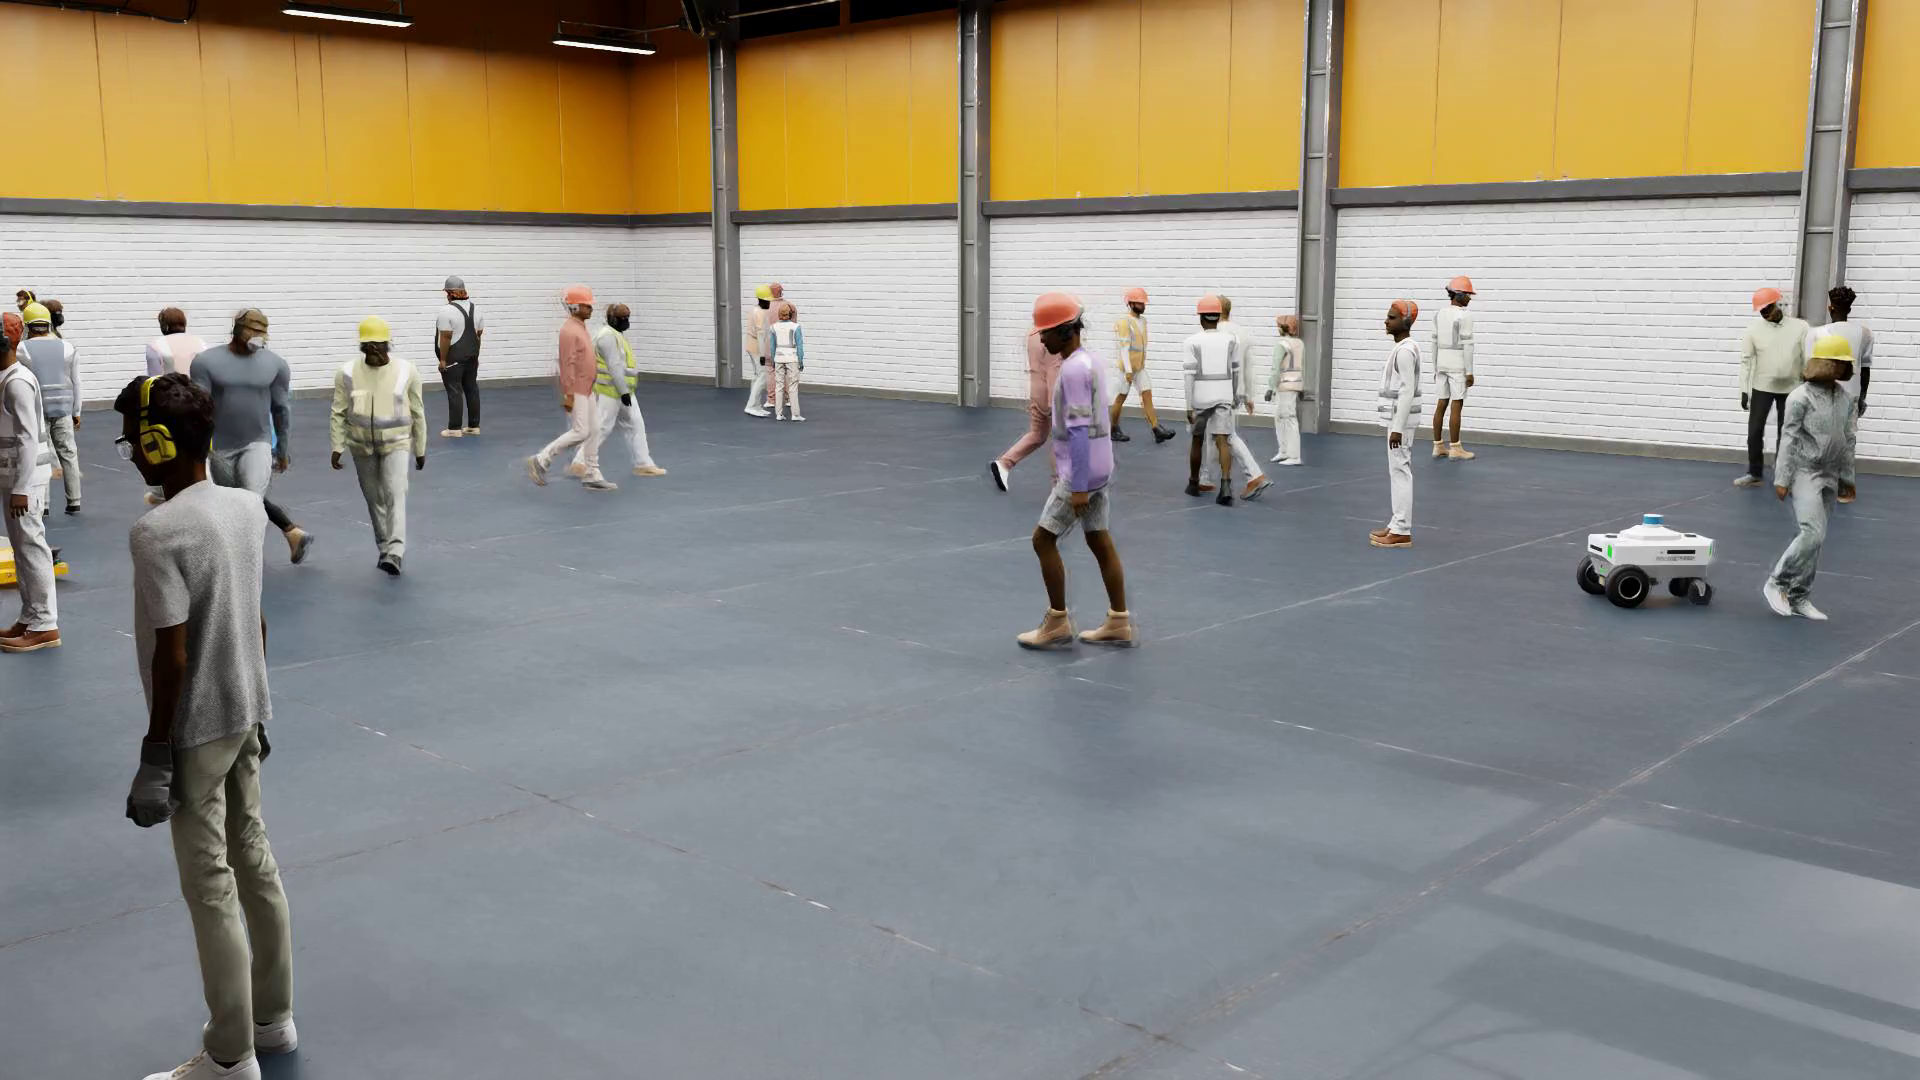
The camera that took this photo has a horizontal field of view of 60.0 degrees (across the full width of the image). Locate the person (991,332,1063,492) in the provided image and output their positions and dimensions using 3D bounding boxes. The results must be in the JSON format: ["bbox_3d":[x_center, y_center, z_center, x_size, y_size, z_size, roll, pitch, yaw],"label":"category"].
[{"bbox_3d":[0.757,-1.345,15.617,0.856,1.867,0.648,-3,10,-16],"label":"person"}]

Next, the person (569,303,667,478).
[{"bbox_3d":[-3.531,-1.513,16.883,0.937,1.796,0.607,1,9,6],"label":"person"}]

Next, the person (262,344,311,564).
[{"bbox_3d":[-4.974,-0.639,11.876,0.778,1.666,0.532,3,10,18],"label":"person"}]

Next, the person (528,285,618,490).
[{"bbox_3d":[-3.688,-1.428,15.792,0.725,1.976,0.623,0,9,1],"label":"person"}]

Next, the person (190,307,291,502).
[{"bbox_3d":[-4.857,-0.638,11.266,0.658,1.870,1.049,-4,10,-21],"label":"person"}]

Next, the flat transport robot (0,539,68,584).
[{"bbox_3d":[-6.863,0.122,11.473,1.431,0.197,0.652,6,11,34],"label":"flat transport robot"}]

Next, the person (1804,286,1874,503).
[{"bbox_3d":[7.922,-1.311,15.077,0.613,1.965,0.361,0,9,0],"label":"person"}]

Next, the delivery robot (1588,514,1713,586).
[{"bbox_3d":[4.392,0.079,10.584,0.707,0.478,0.477,-1,9,-3],"label":"delivery robot"}]

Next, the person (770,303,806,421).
[{"bbox_3d":[-2.404,-2.465,23.150,0.511,1.641,0.308,4,10,24],"label":"person"}]

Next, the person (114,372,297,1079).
[{"bbox_3d":[-1.954,0.503,4.275,0.329,1.865,0.512,1,9,6],"label":"person"}]

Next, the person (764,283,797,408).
[{"bbox_3d":[-2.809,-2.976,25.470,0.646,1.907,0.401,-4,10,-23],"label":"person"}]

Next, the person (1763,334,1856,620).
[{"bbox_3d":[5.160,-0.366,10.001,0.486,1.731,0.380,-5,10,-26],"label":"person"}]

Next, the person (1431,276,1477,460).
[{"bbox_3d":[5.518,-1.913,18.549,0.395,2.038,0.606,-4,10,-23],"label":"person"}]

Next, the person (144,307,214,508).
[{"bbox_3d":[-6.819,-1.134,14.546,0.975,1.789,0.649,6,11,35],"label":"person"}]

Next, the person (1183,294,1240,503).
[{"bbox_3d":[2.298,-1.292,15.188,0.543,1.899,0.984,-1,9,-3],"label":"person"}]

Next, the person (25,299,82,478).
[{"bbox_3d":[-9.279,-1.523,16.835,0.592,1.829,0.636,-2,9,-12],"label":"person"}]

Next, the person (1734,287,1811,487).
[{"bbox_3d":[7.859,-1.449,16.011,0.675,1.945,0.387,2,10,14],"label":"person"}]

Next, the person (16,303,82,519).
[{"bbox_3d":[-7.785,-1.094,14.155,0.403,1.833,0.586,8,12,40],"label":"person"}]

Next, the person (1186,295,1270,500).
[{"bbox_3d":[2.529,-1.325,15.442,0.647,1.898,0.965,-9,13,-44],"label":"person"}]

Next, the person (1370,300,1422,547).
[{"bbox_3d":[3.350,-0.886,12.722,0.347,1.884,0.584,2,10,14],"label":"person"}]

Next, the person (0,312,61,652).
[{"bbox_3d":[-5.265,-0.322,9.272,0.355,1.883,0.573,-7,11,-36],"label":"person"}]

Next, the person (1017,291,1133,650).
[{"bbox_3d":[0.611,-0.364,9.185,0.791,1.986,0.759,2,9,10],"label":"person"}]

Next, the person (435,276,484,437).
[{"bbox_3d":[-6.402,-2.333,21.119,0.539,2.000,0.688,5,10,27],"label":"person"}]

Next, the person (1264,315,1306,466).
[{"bbox_3d":[3.488,-1.612,17.968,0.567,1.619,0.518,6,11,35],"label":"person"}]

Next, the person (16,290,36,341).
[{"bbox_3d":[-12.197,-2.327,21.707,0.565,1.828,0.902,8,12,39],"label":"person"}]

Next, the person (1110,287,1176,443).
[{"bbox_3d":[2.178,-2.106,20.186,0.986,1.884,0.565,9,13,43],"label":"person"}]

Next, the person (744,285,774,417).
[{"bbox_3d":[-2.912,-2.716,23.919,0.456,1.901,0.774,-3,10,-15],"label":"person"}]

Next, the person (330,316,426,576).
[{"bbox_3d":[-4.038,-0.641,11.501,0.605,1.784,0.896,-1,9,-7],"label":"person"}]
